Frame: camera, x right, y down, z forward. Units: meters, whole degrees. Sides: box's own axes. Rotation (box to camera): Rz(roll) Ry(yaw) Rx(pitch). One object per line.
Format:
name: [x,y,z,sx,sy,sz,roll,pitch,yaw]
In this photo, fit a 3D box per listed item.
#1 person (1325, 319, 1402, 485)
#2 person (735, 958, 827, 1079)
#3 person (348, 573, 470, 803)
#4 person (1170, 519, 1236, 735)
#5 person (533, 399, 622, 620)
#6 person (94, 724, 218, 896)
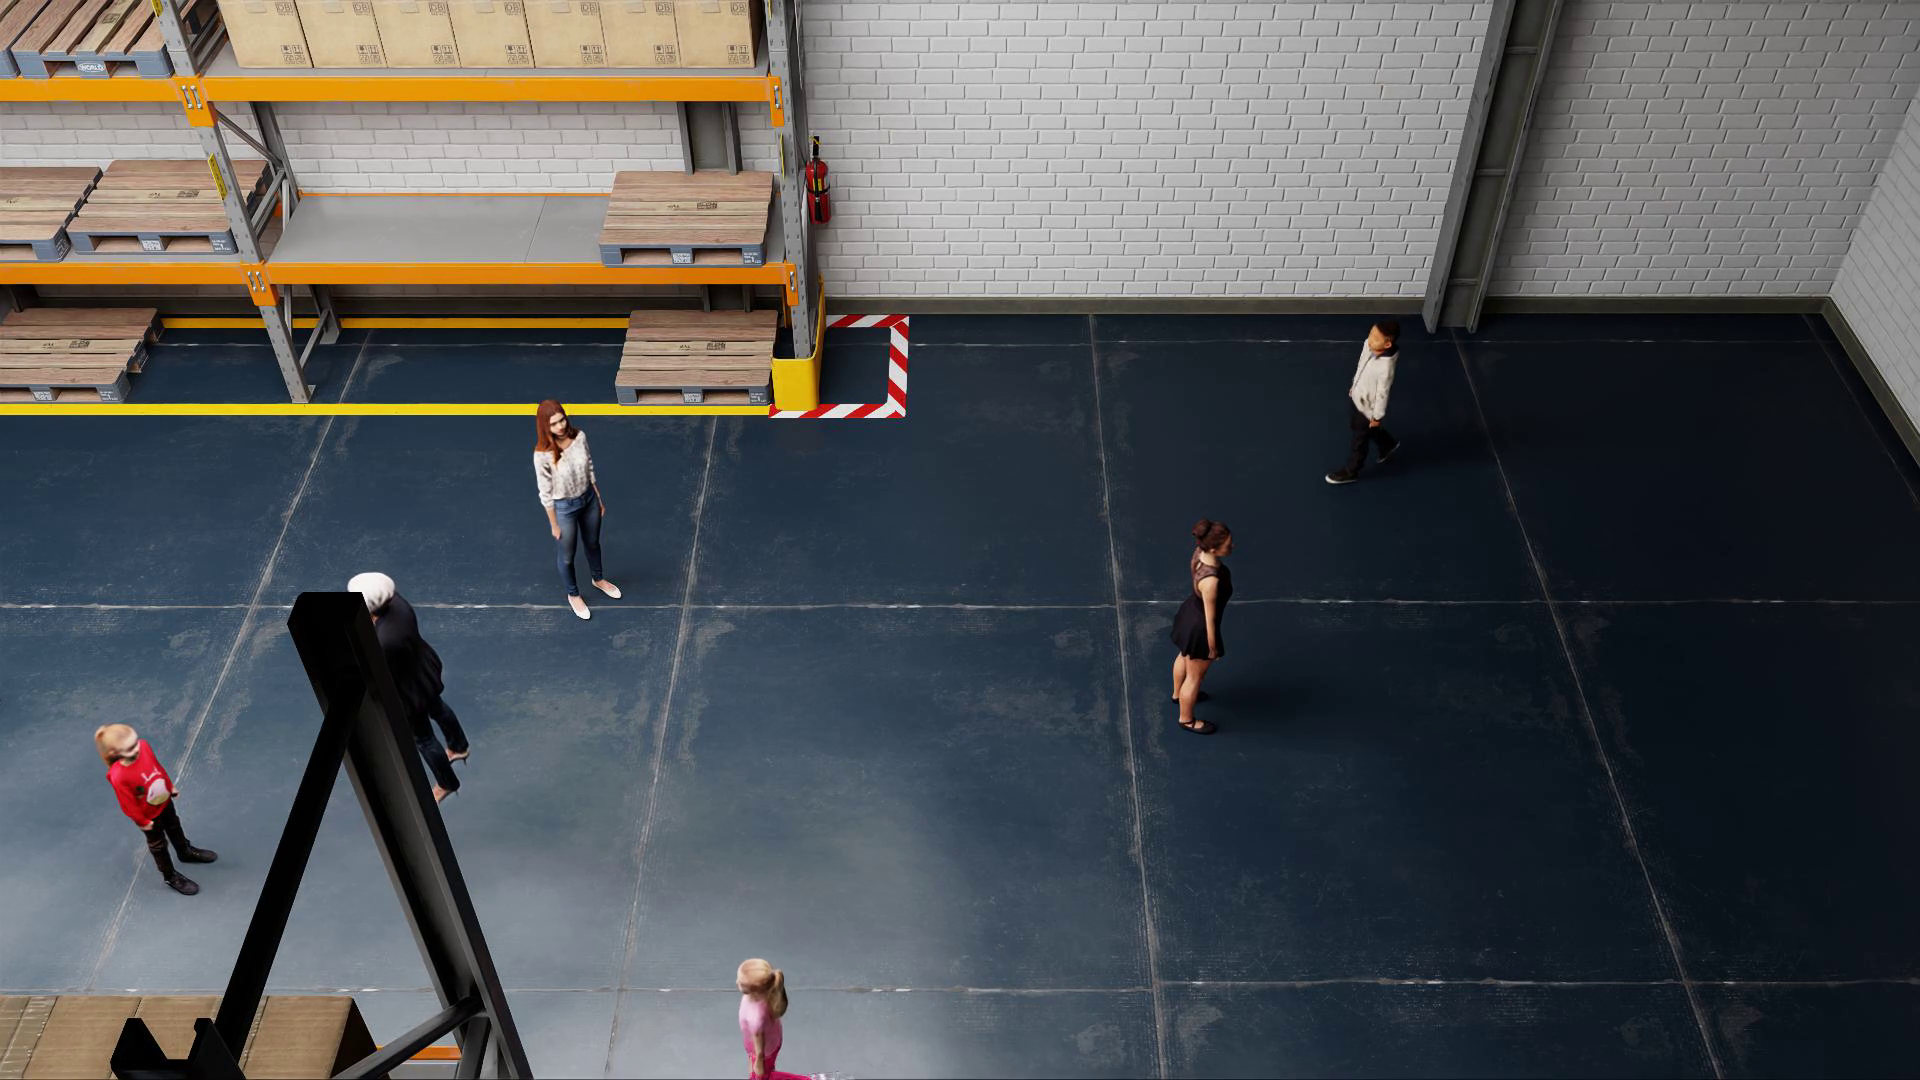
person: [3.020,-1.014,12.018,0.827,1.442,0.647,-6,44,-6]
person: [-0.943,2.522,8.433,0.723,1.266,0.522,-3,44,-3]
person: [-3.003,0.755,9.139,0.603,1.776,0.717,3,44,3]
person: [1.487,0.511,10.249,0.558,1.674,0.573,-2,44,-2]
person: [-2.565,-0.233,10.989,0.703,1.729,0.647,34,53,30]
person: [-4.616,1.504,9.490,0.537,1.282,0.520,6,44,6]
